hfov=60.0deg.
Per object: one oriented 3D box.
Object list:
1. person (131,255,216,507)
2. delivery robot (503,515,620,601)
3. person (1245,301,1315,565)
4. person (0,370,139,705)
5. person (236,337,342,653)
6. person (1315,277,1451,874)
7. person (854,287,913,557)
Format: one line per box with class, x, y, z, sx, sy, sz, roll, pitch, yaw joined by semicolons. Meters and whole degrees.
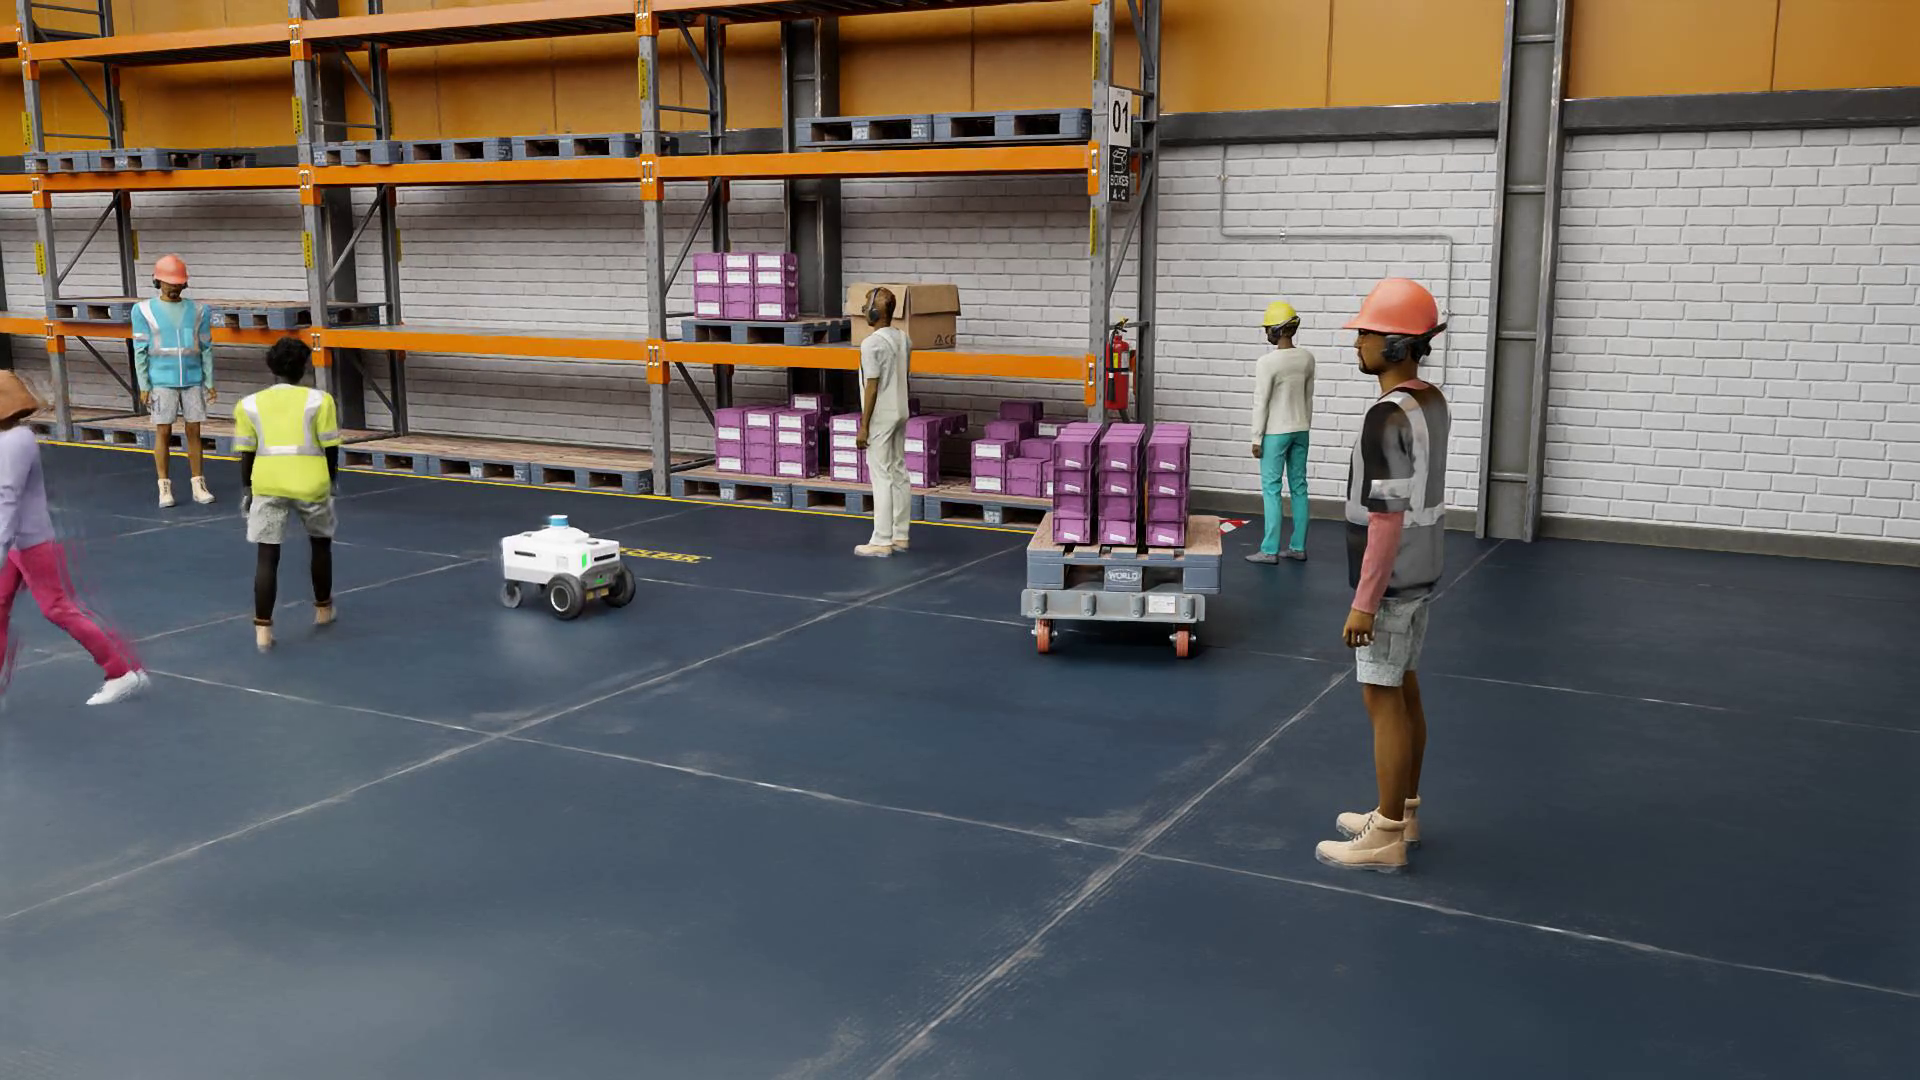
person;-6.374;-1.290;13.554;0.606;2.038;0.382;-9;13;-39
delivery robot;-2.343;0.097;9.759;0.707;0.478;0.477;6;12;31
person;2.146;-0.710;11.148;0.524;1.761;0.338;-7;12;-33
person;-4.267;0.013;7.624;0.835;1.594;0.511;-7;13;-35
person;-3.611;-0.265;9.023;0.546;1.630;0.839;-1;10;-8
person;1.471;0.128;5.751;0.367;2.048;0.609;5;12;27
person;-0.529;-0.802;11.407;0.345;1.847;0.504;6;12;31
